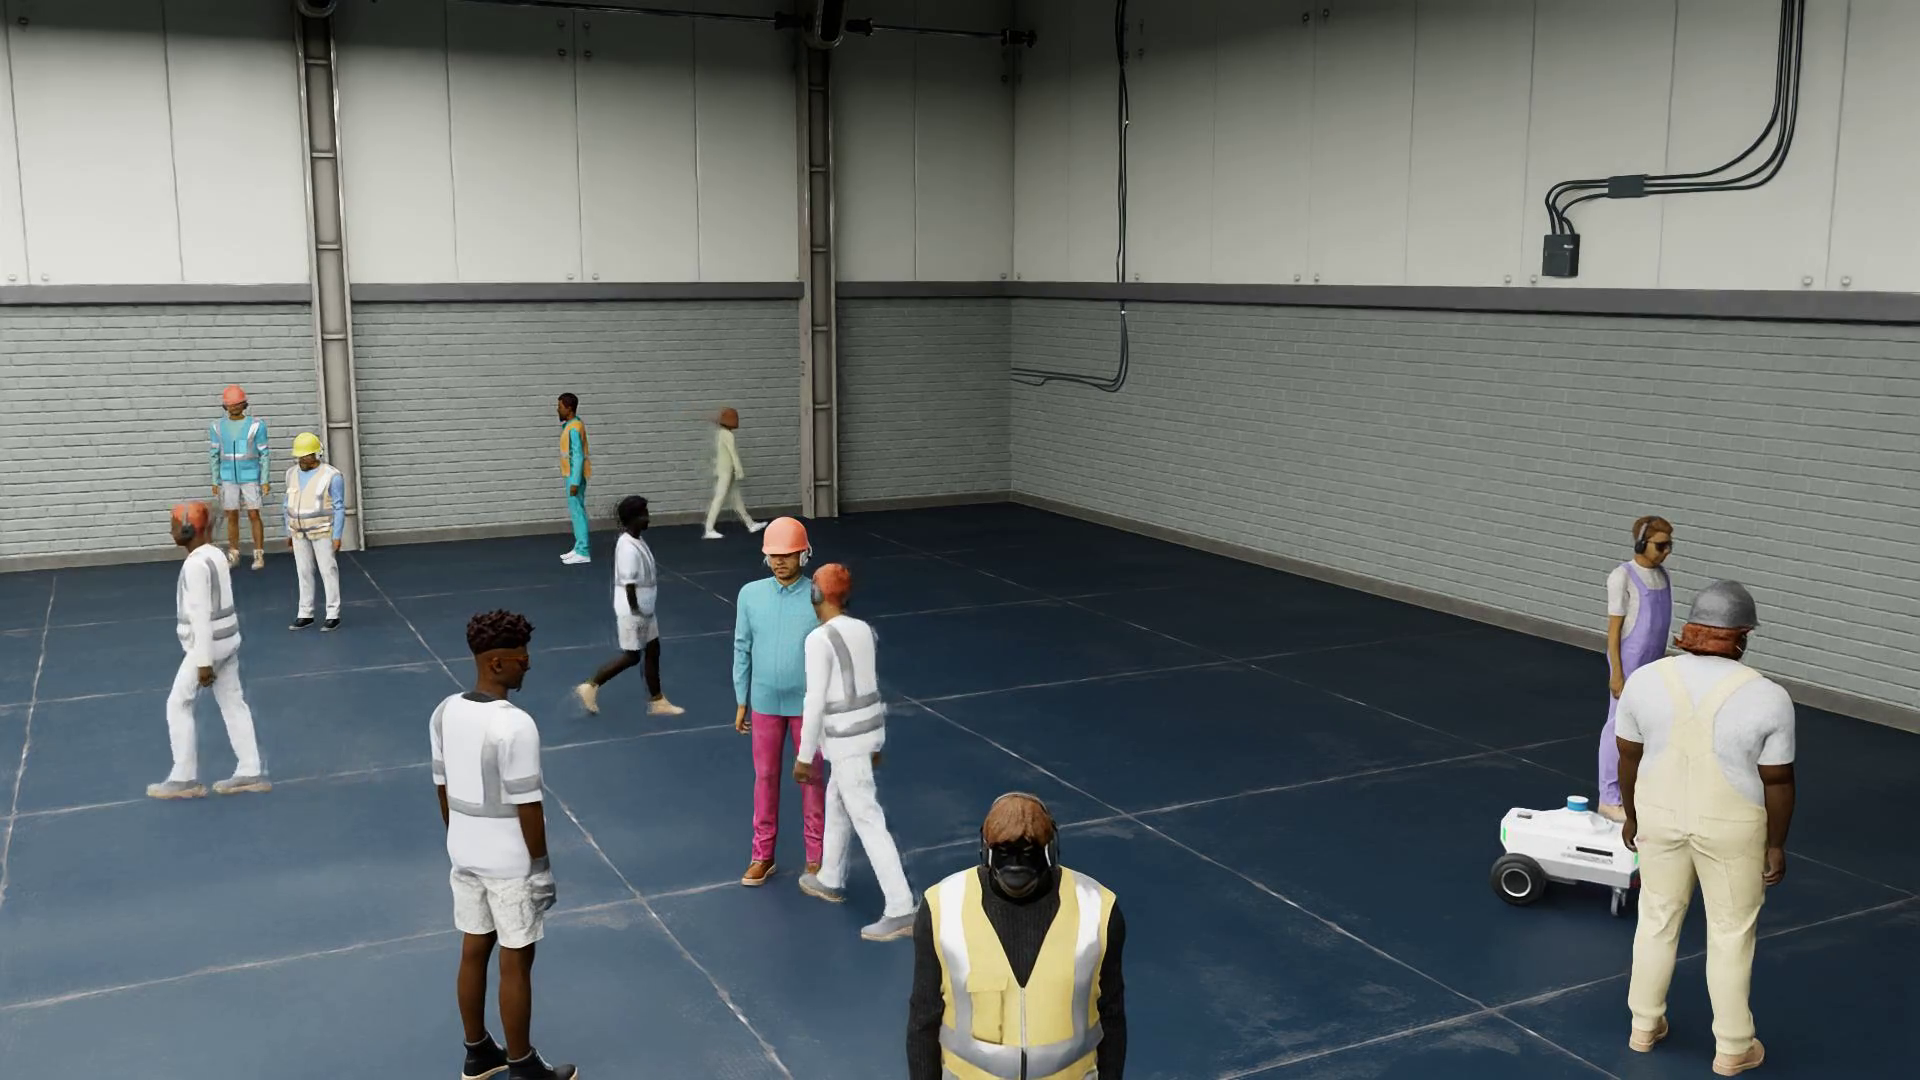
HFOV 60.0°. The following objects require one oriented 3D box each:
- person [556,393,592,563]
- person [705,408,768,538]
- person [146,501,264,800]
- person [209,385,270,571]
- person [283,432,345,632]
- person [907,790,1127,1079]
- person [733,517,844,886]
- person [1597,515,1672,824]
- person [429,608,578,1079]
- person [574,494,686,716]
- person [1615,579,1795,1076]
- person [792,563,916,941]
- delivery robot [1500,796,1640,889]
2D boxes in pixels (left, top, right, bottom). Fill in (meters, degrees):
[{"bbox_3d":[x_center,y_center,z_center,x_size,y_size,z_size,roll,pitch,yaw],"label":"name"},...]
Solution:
[{"bbox_3d":[-4.329,-0.698,18.707,0.375,1.917,0.598,-3,10,-16],"label":"person"},{"bbox_3d":[-2.773,-0.819,20.455,0.862,1.589,0.526,-3,10,-18],"label":"person"},{"bbox_3d":[-4.773,0.686,10.342,0.810,1.856,0.600,-1,9,-8],"label":"person"},{"bbox_3d":[-7.861,-0.669,18.149,0.616,2.039,0.384,-1,9,-6],"label":"person"},{"bbox_3d":[-5.894,-0.073,15.142,0.586,1.825,0.403,2,9,12],"label":"person"},{"bbox_3d":[0.165,1.605,4.755,0.634,1.841,0.429,0,9,-1],"label":"person"},{"bbox_3d":[-0.912,0.863,8.852,0.611,1.996,0.379,1,9,8],"label":"person"},{"bbox_3d":[4.054,0.764,9.930,0.505,1.845,0.346,-6,11,-34],"label":"person"},{"bbox_3d":[-1.830,1.244,6.611,0.601,1.961,0.372,7,12,39],"label":"person"},{"bbox_3d":[-2.421,0.494,12.120,0.728,1.676,0.539,0,9,-3],"label":"person"},{"bbox_3d":[3.097,1.158,6.895,0.688,2.000,0.536,8,12,41],"label":"person"},{"bbox_3d":[-0.525,1.032,8.341,0.869,1.846,0.628,4,10,23],"label":"person"},{"bbox_3d":[3.190,1.572,8.617,0.707,0.478,0.477,5,11,30],"label":"delivery robot"}]
